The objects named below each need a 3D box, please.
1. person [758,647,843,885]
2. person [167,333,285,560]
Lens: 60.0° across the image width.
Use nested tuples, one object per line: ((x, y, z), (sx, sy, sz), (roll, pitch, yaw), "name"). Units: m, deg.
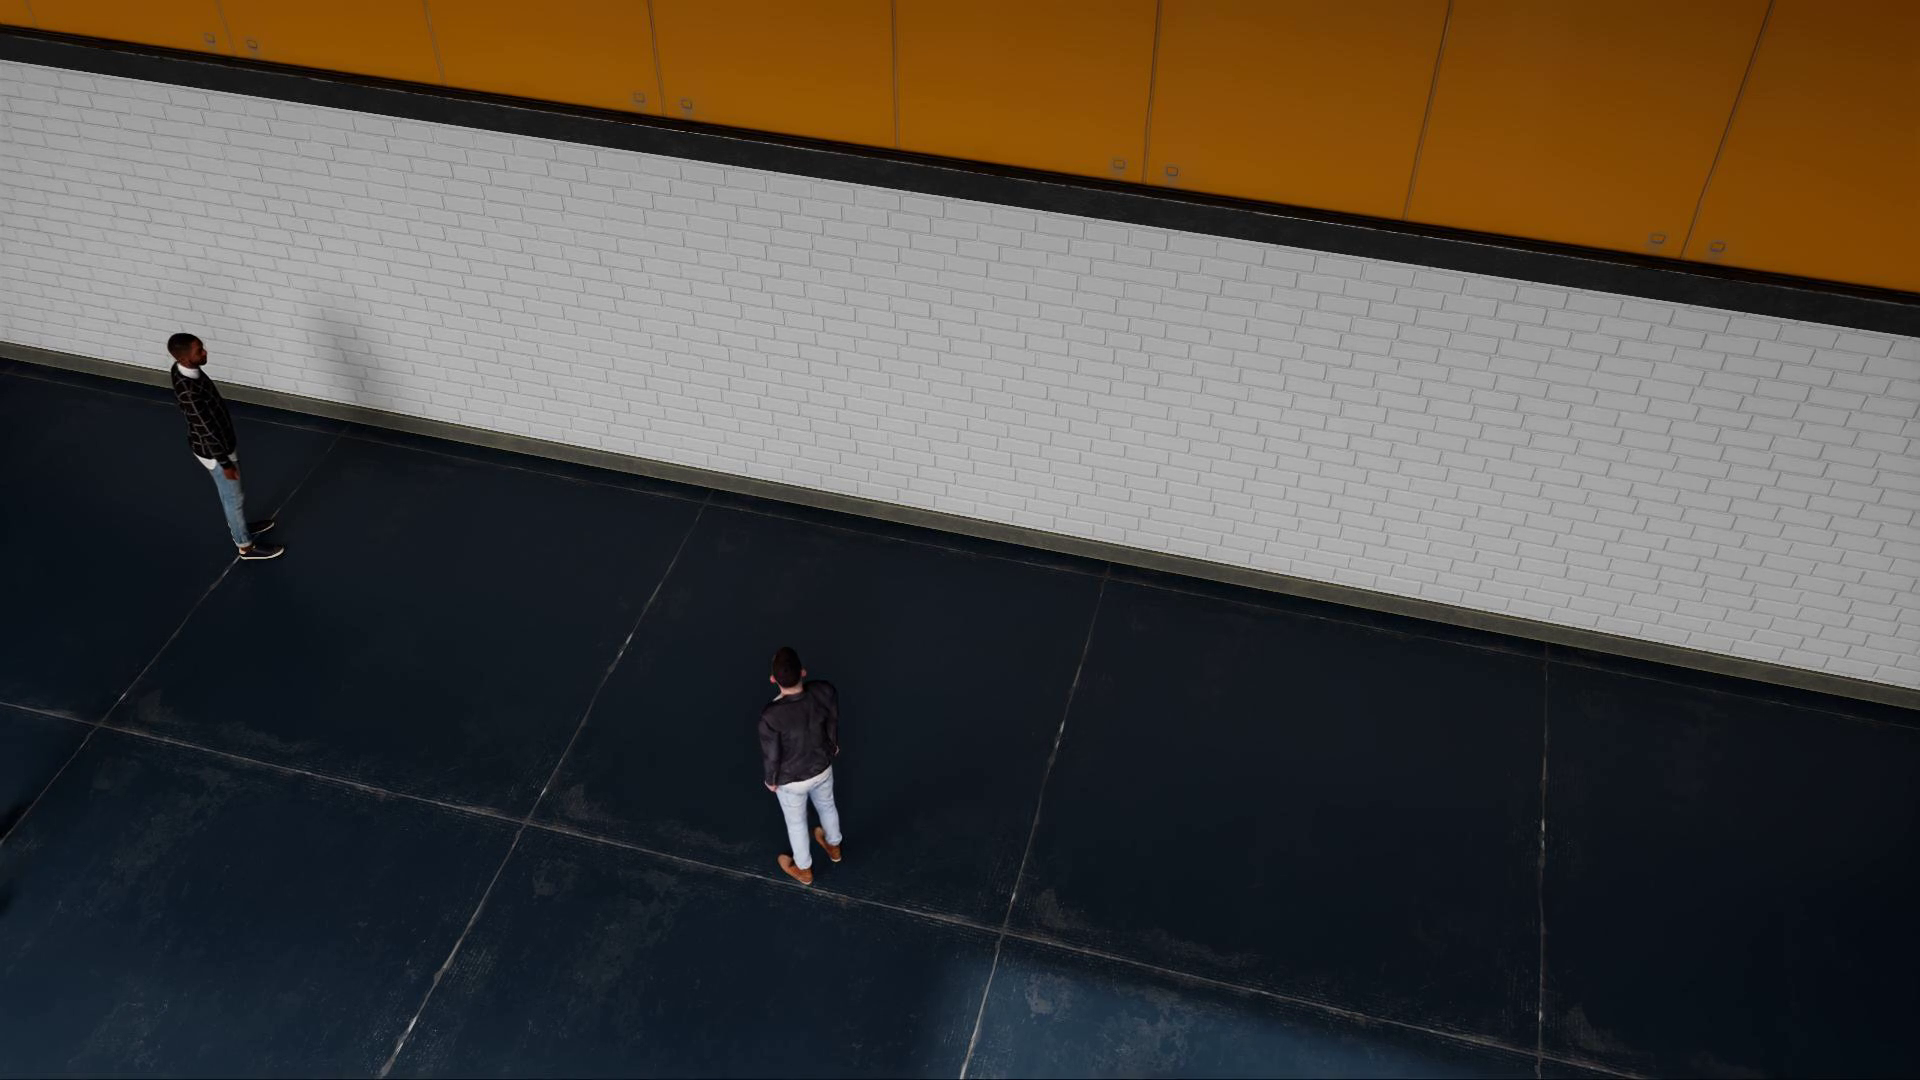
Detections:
((-0.872, 1.267, 9.294), (0.696, 1.835, 0.797), (-29, 51, -27), "person")
((-5.075, -0.642, 11.309), (0.805, 1.820, 0.724), (-18, 46, -18), "person")
